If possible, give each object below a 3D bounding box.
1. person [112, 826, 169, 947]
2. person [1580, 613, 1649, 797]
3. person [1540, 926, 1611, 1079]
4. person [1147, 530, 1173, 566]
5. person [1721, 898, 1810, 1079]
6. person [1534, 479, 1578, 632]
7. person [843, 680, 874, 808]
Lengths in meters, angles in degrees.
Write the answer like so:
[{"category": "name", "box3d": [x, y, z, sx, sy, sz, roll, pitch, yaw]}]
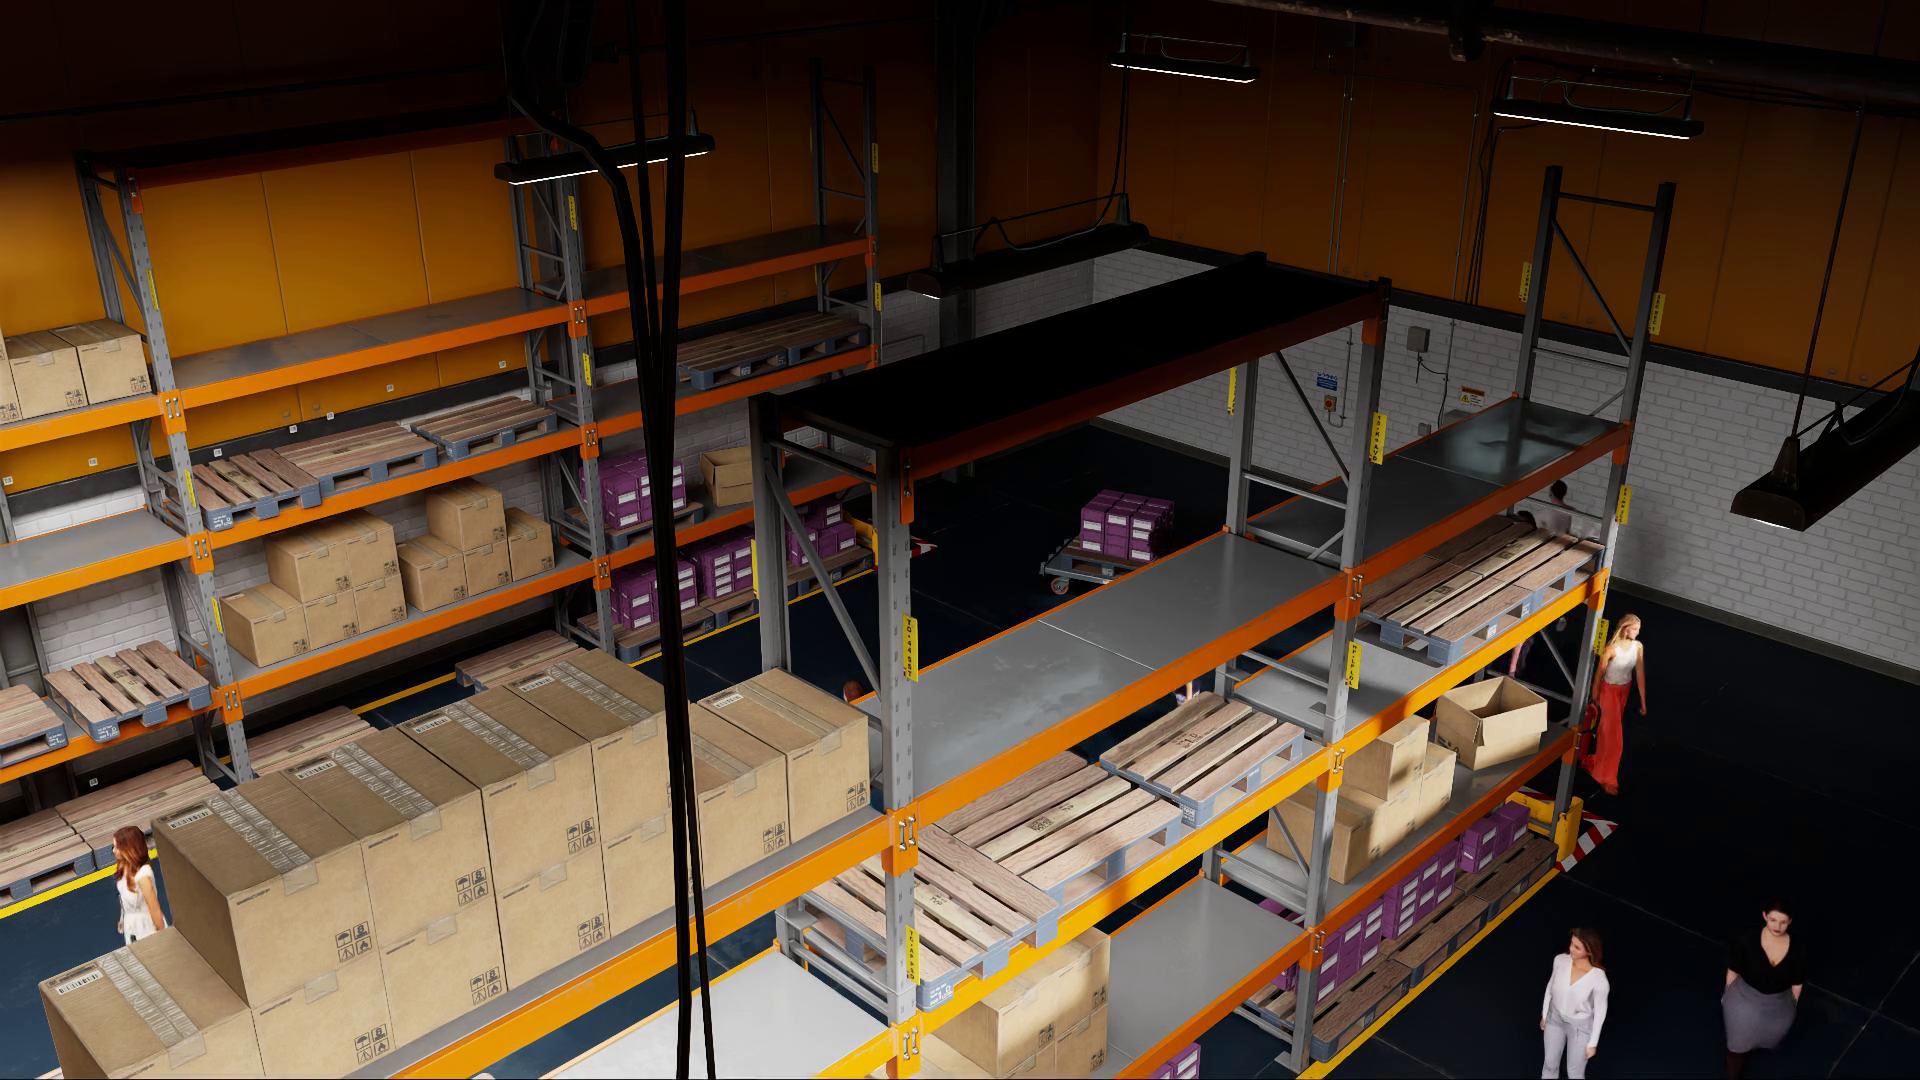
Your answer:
[{"category": "person", "box3d": [-6.024, 2.905, 12.513, 0.617, 1.774, 0.627, -17, 29, -34]}, {"category": "person", "box3d": [6.137, 1.461, 15.807, 0.960, 1.781, 0.897, -9, 25, -19]}, {"category": "person", "box3d": [4.201, 3.378, 11.442, 0.550, 1.765, 0.593, -19, 30, -36]}, {"category": "person", "box3d": [2.190, 0.696, 17.709, 0.969, 1.659, 1.083, 9, 25, 19]}, {"category": "person", "box3d": [5.645, 3.242, 11.784, 0.934, 1.740, 1.111, 7, 25, 16]}, {"category": "person", "box3d": [6.662, 0.202, 18.626, 0.981, 1.829, 1.020, -3, 24, -7]}, {"category": "person", "box3d": [-0.931, 1.943, 15.057, 0.712, 1.499, 0.612, 11, 26, 23]}]
